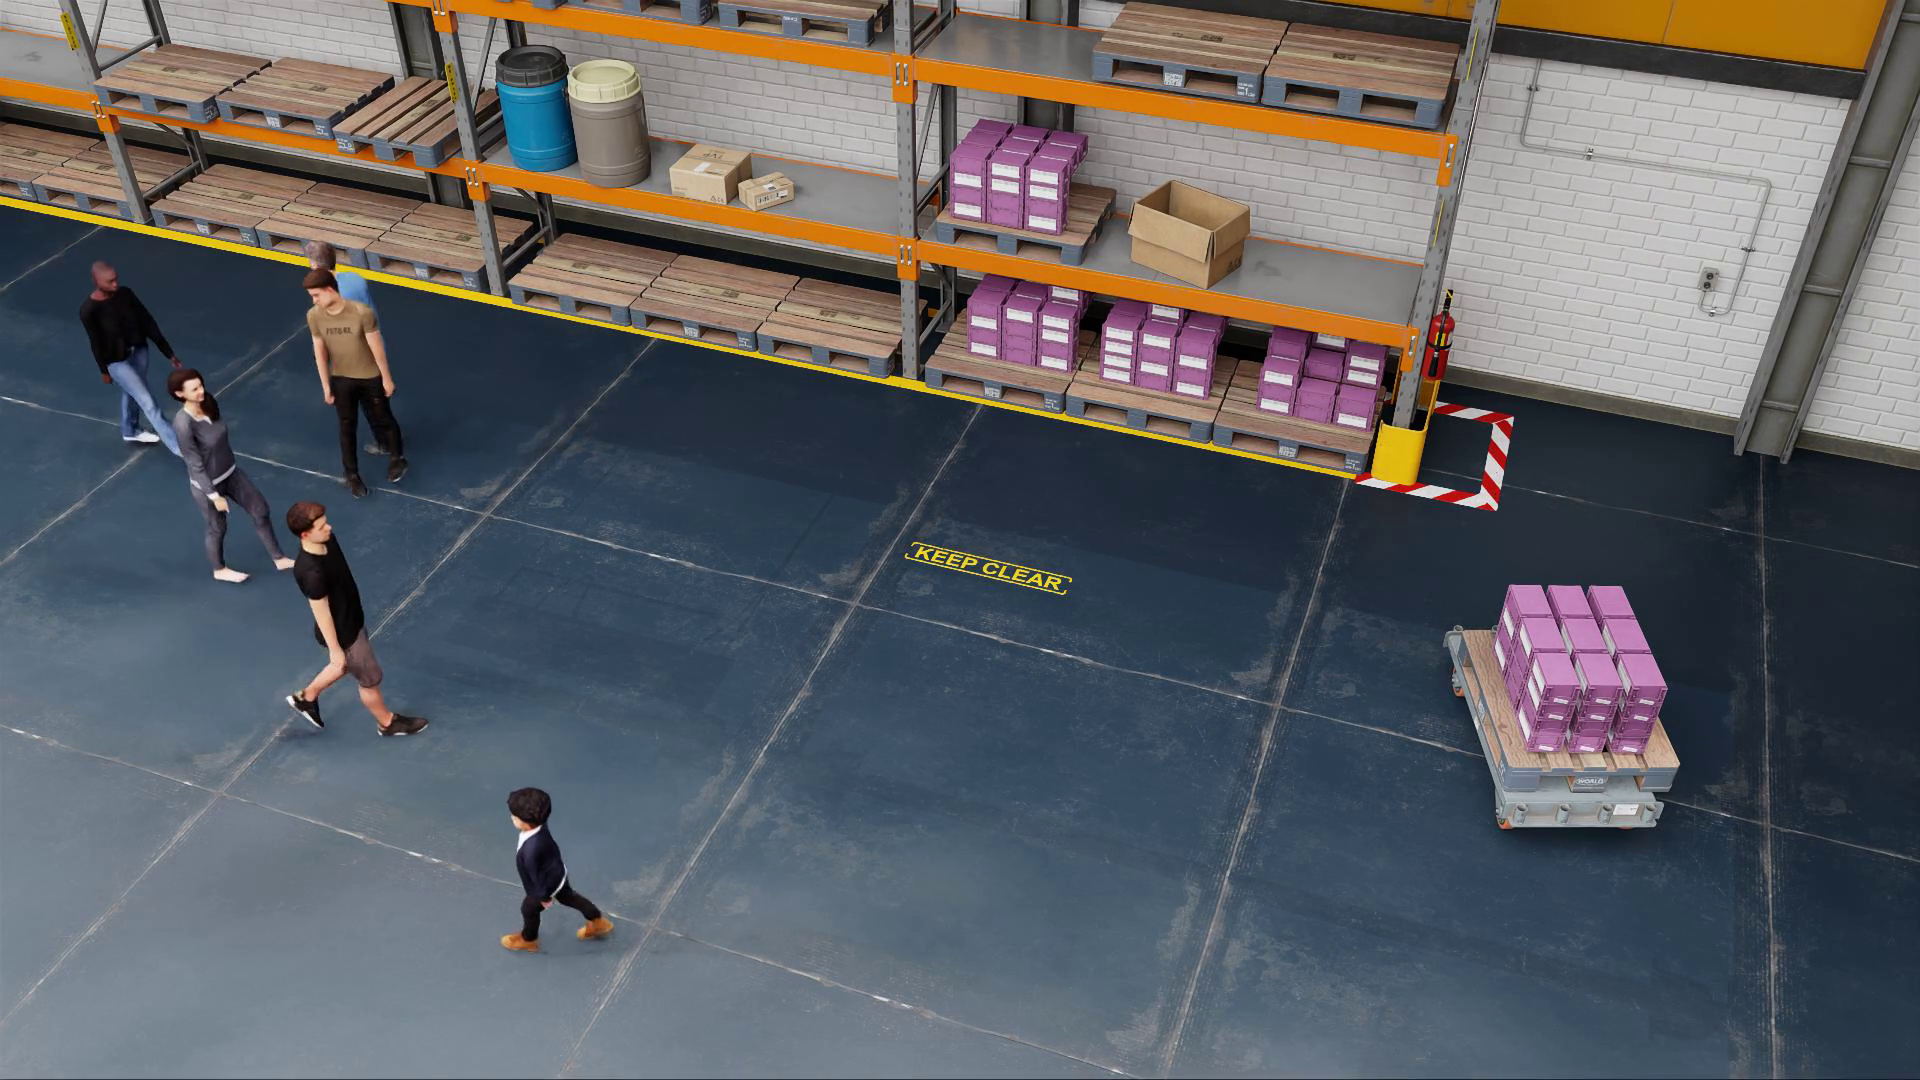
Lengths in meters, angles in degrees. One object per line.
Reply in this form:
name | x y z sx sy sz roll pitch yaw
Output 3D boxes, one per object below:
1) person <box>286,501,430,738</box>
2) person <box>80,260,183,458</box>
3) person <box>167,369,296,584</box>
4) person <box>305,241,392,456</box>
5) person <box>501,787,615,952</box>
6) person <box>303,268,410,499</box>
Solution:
person | -3.848 0.522 10.119 1.174 1.843 0.987 -5 39 -7
person | -6.372 -1.368 12.609 1.164 1.690 0.714 15 41 18
person | -5.175 -0.419 11.377 0.969 1.744 0.765 4 39 5
person | -4.495 -1.421 12.593 0.638 1.792 0.699 11 40 14
person | -2.198 1.803 9.027 0.902 1.205 0.674 1 39 1
person | -4.461 -1.203 12.297 0.841 1.822 0.883 -7 39 -9
